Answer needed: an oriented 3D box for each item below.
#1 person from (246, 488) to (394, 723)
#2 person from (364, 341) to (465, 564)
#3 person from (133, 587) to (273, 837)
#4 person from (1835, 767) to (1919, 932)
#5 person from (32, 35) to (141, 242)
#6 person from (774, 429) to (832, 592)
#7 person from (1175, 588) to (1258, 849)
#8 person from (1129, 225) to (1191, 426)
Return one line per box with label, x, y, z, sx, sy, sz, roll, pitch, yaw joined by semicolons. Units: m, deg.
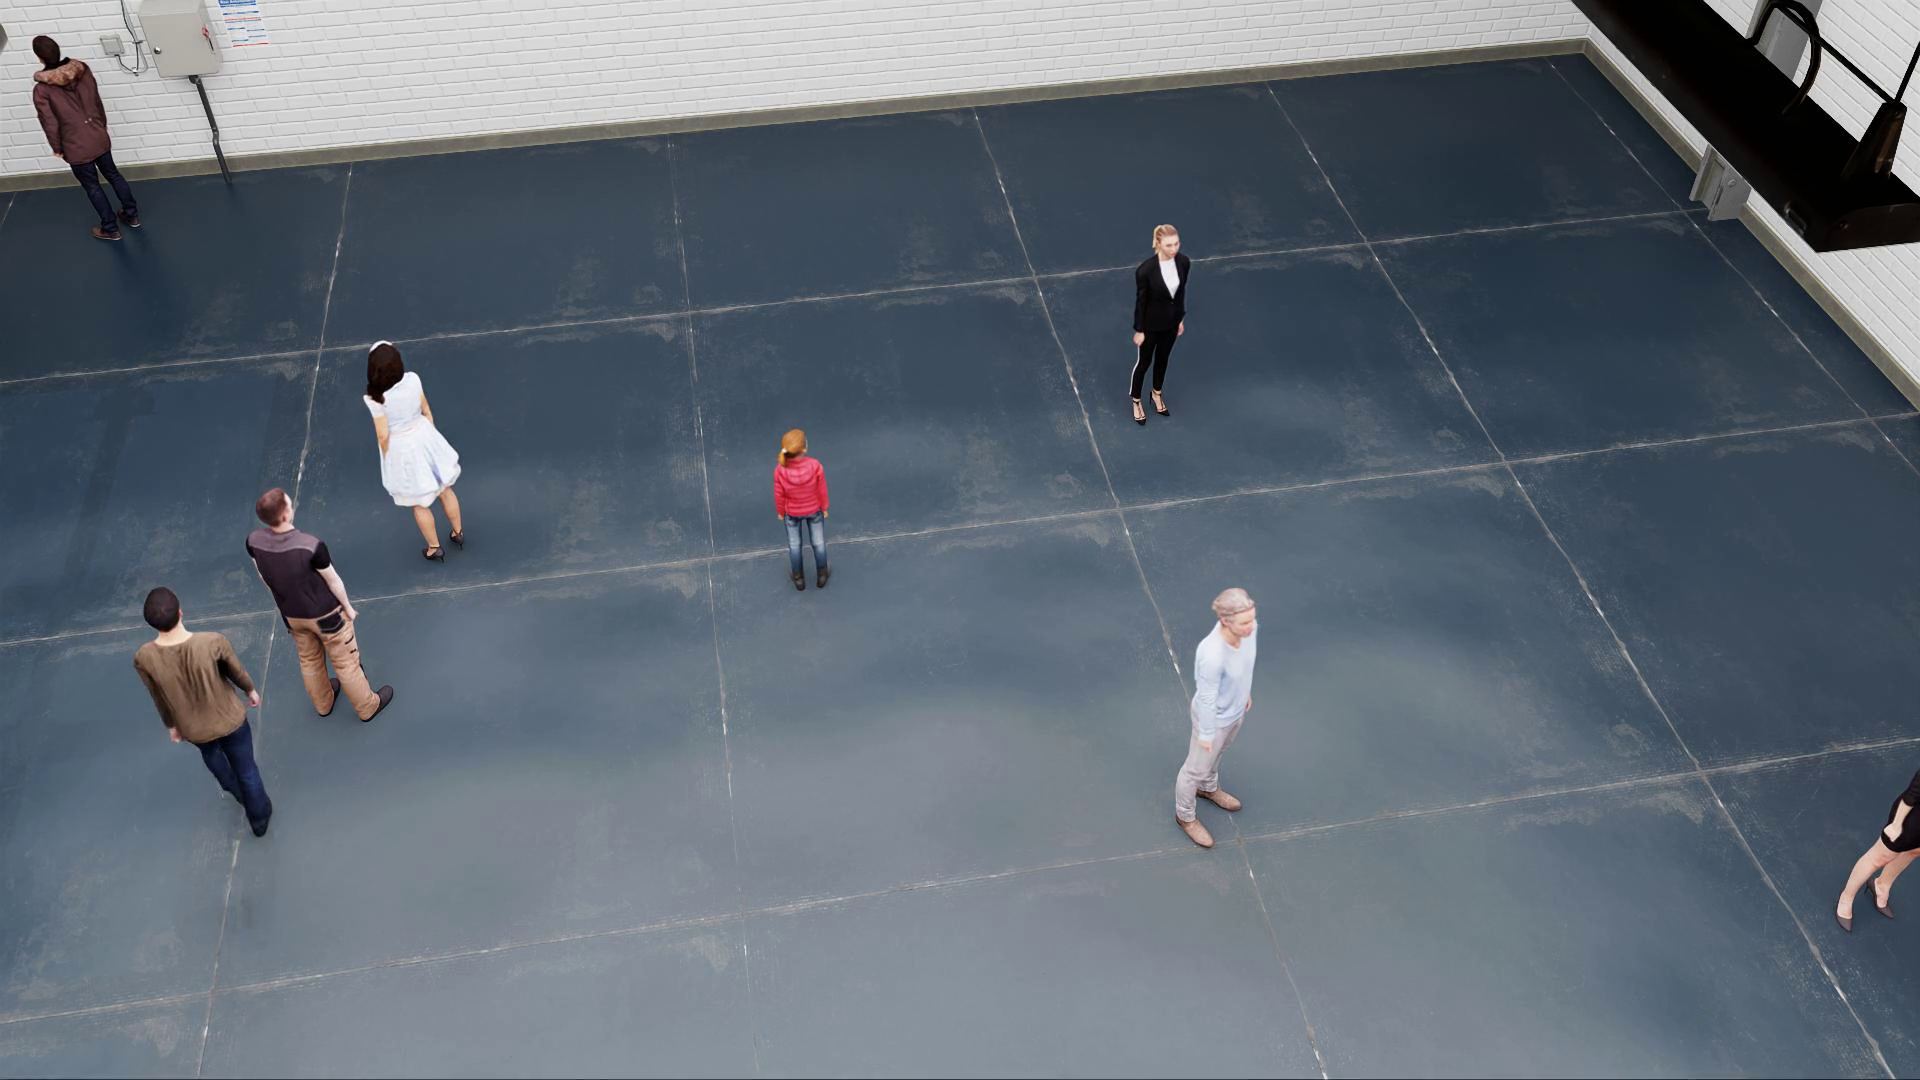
person;-3.978;0.404;10.176;0.762;1.841;0.728;8;44;8
person;-3.685;-0.580;11.228;0.850;1.817;0.897;-34;53;-30
person;-4.274;1.058;9.469;0.710;1.871;0.813;-13;45;-13
person;5.243;1.502;9.050;0.614;1.805;0.502;-11;45;-11
person;-7.488;-3.435;14.202;0.937;1.848;0.843;19;47;19
person;-1.057;-0.193;11.185;0.515;1.315;0.499;-4;44;-4
person;1.480;0.976;9.537;0.796;1.894;0.745;28;50;26
person;1.475;-1.613;12.392;0.669;1.707;0.638;-20;47;-19
